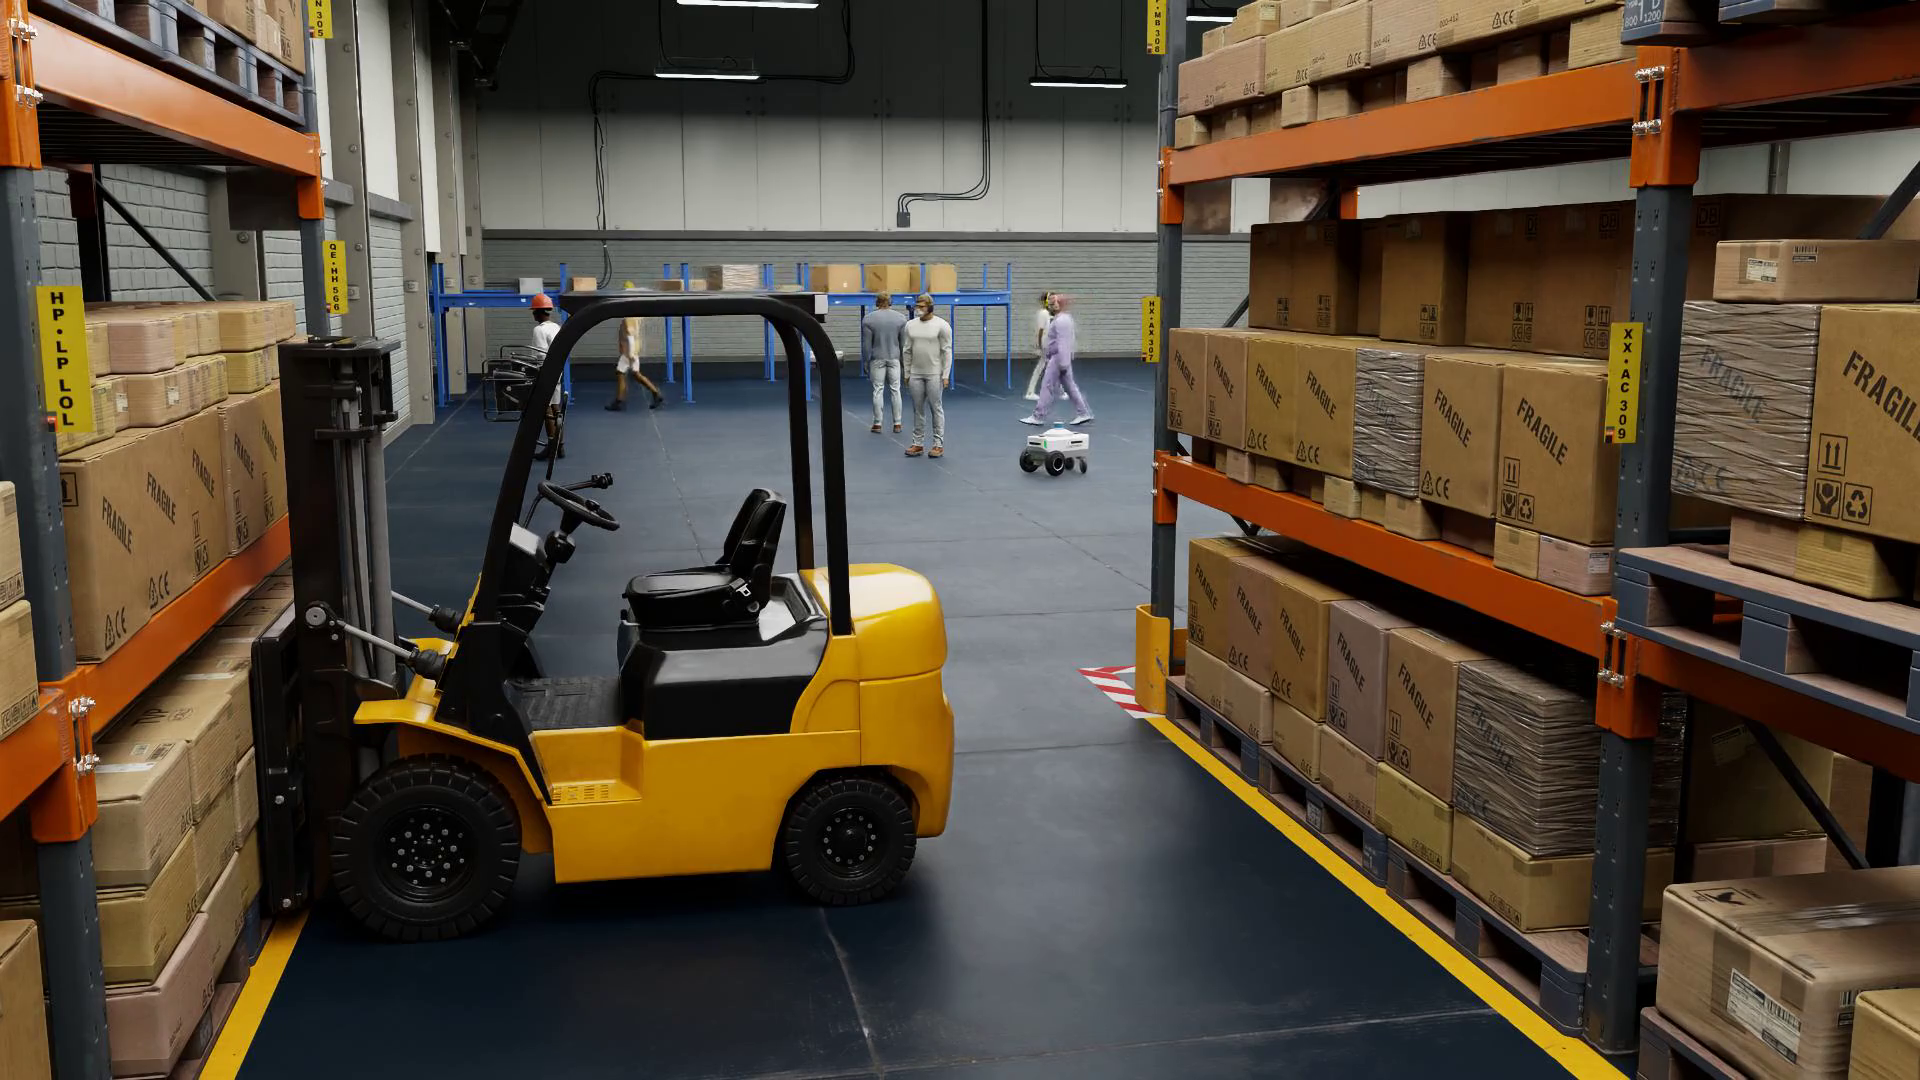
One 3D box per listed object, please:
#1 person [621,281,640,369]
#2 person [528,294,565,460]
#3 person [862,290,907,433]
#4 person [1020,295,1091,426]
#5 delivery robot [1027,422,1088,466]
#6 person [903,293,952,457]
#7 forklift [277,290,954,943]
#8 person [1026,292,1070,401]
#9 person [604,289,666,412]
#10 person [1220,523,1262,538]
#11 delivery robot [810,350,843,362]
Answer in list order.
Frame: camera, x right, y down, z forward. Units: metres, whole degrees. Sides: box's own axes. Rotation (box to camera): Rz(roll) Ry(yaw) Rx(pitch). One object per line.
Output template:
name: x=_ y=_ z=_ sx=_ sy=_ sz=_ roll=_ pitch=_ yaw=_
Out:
person: x=-7.375 y=-4.805 z=37.169 sx=0.361 sy=1.930 sz=0.588 roll=6 pitch=11 yaw=31
person: x=-4.873 y=-1.914 z=19.524 sx=0.367 sy=1.935 sz=0.552 roll=2 pitch=9 yaw=11
person: x=-1.029 y=-2.440 z=22.747 sx=0.627 sy=1.934 sz=0.372 roll=-2 pitch=9 yaw=-11
person: x=1.406 y=-2.557 z=23.708 sx=1.005 sy=1.864 sz=0.669 roll=1 pitch=9 yaw=9
delivery robot: x=1.084 y=-1.056 z=18.348 sx=0.707 sy=0.478 sz=0.477 roll=-8 pitch=12 yaw=-40
person: x=-0.398 y=-1.962 z=19.823 sx=0.635 sy=1.936 sz=0.351 roll=5 pitch=11 yaw=28
forklift: x=-1.179 y=0.175 z=6.143 sx=2.313 sy=2.155 sz=1.214 roll=-2 pitch=10 yaw=-12
person: x=1.548 y=-3.259 z=28.074 sx=0.959 sy=1.818 sz=0.544 roll=2 pitch=10 yaw=14
person: x=-5.122 y=-2.980 z=26.137 sx=0.899 sy=1.911 sz=0.552 roll=-1 pitch=9 yaw=-4
person: x=2.476 y=-0.683 z=12.861 sx=0.857 sy=1.646 sz=0.556 roll=1 pitch=9 yaw=7
delivery robot: x=-2.965 y=-4.089 z=36.832 sx=0.707 sy=0.478 sz=0.477 roll=2 pitch=10 yaw=11
